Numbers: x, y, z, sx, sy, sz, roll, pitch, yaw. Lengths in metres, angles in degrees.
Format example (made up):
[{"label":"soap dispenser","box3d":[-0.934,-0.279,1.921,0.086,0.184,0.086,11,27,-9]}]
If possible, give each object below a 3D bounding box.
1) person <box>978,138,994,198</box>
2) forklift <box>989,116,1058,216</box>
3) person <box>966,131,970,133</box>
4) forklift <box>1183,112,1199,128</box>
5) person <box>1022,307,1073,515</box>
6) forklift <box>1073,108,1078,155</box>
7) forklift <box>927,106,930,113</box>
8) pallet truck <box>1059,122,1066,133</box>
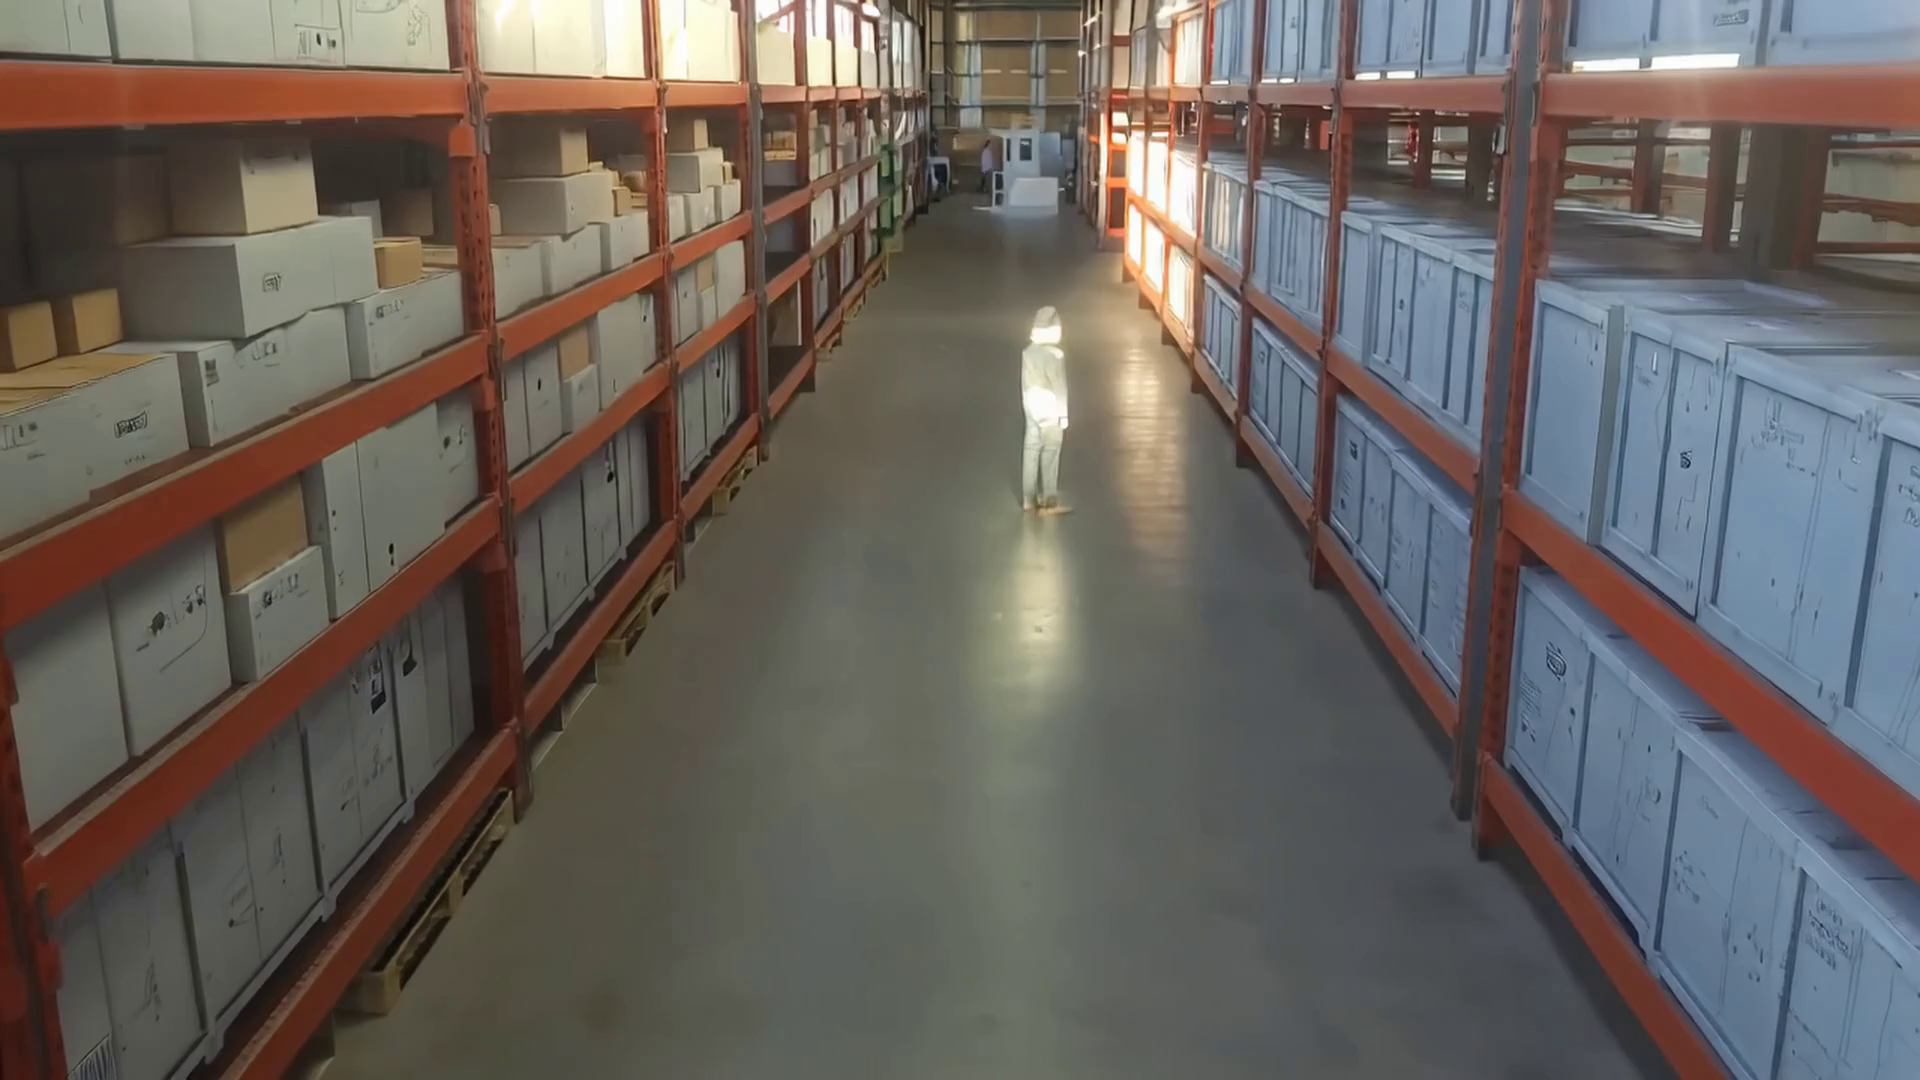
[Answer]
[{"label":"person","box3d":[0.935,-12.603,56.393,0.444,1.982,0.633,-3,15,-10]},{"label":"forklift","box3d":[1.887,-10.841,48.129,1.129,2.768,1.873,-12,19,-38]},{"label":"person","box3d":[0.400,-16.003,69.142,0.497,1.925,0.657,0,15,0]},{"label":"forklift","box3d":[8.126,-14.004,59.895,1.129,2.768,1.873,0,15,1]},{"label":"person","box3d":[0.726,-1.082,13.970,0.288,1.746,0.487,-13,20,-41]},{"label":"forklift","box3d":[5.670,-18.430,76.362,1.129,2.768,1.873,-7,17,-24]},{"label":"forklift","box3d":[-2.000,-20.667,84.686,1.129,2.768,1.873,0,15,2]},{"label":"pallet truck","box3d":[5.788,-21.111,88.014,1.885,1.965,0.823,5,16,18]}]
